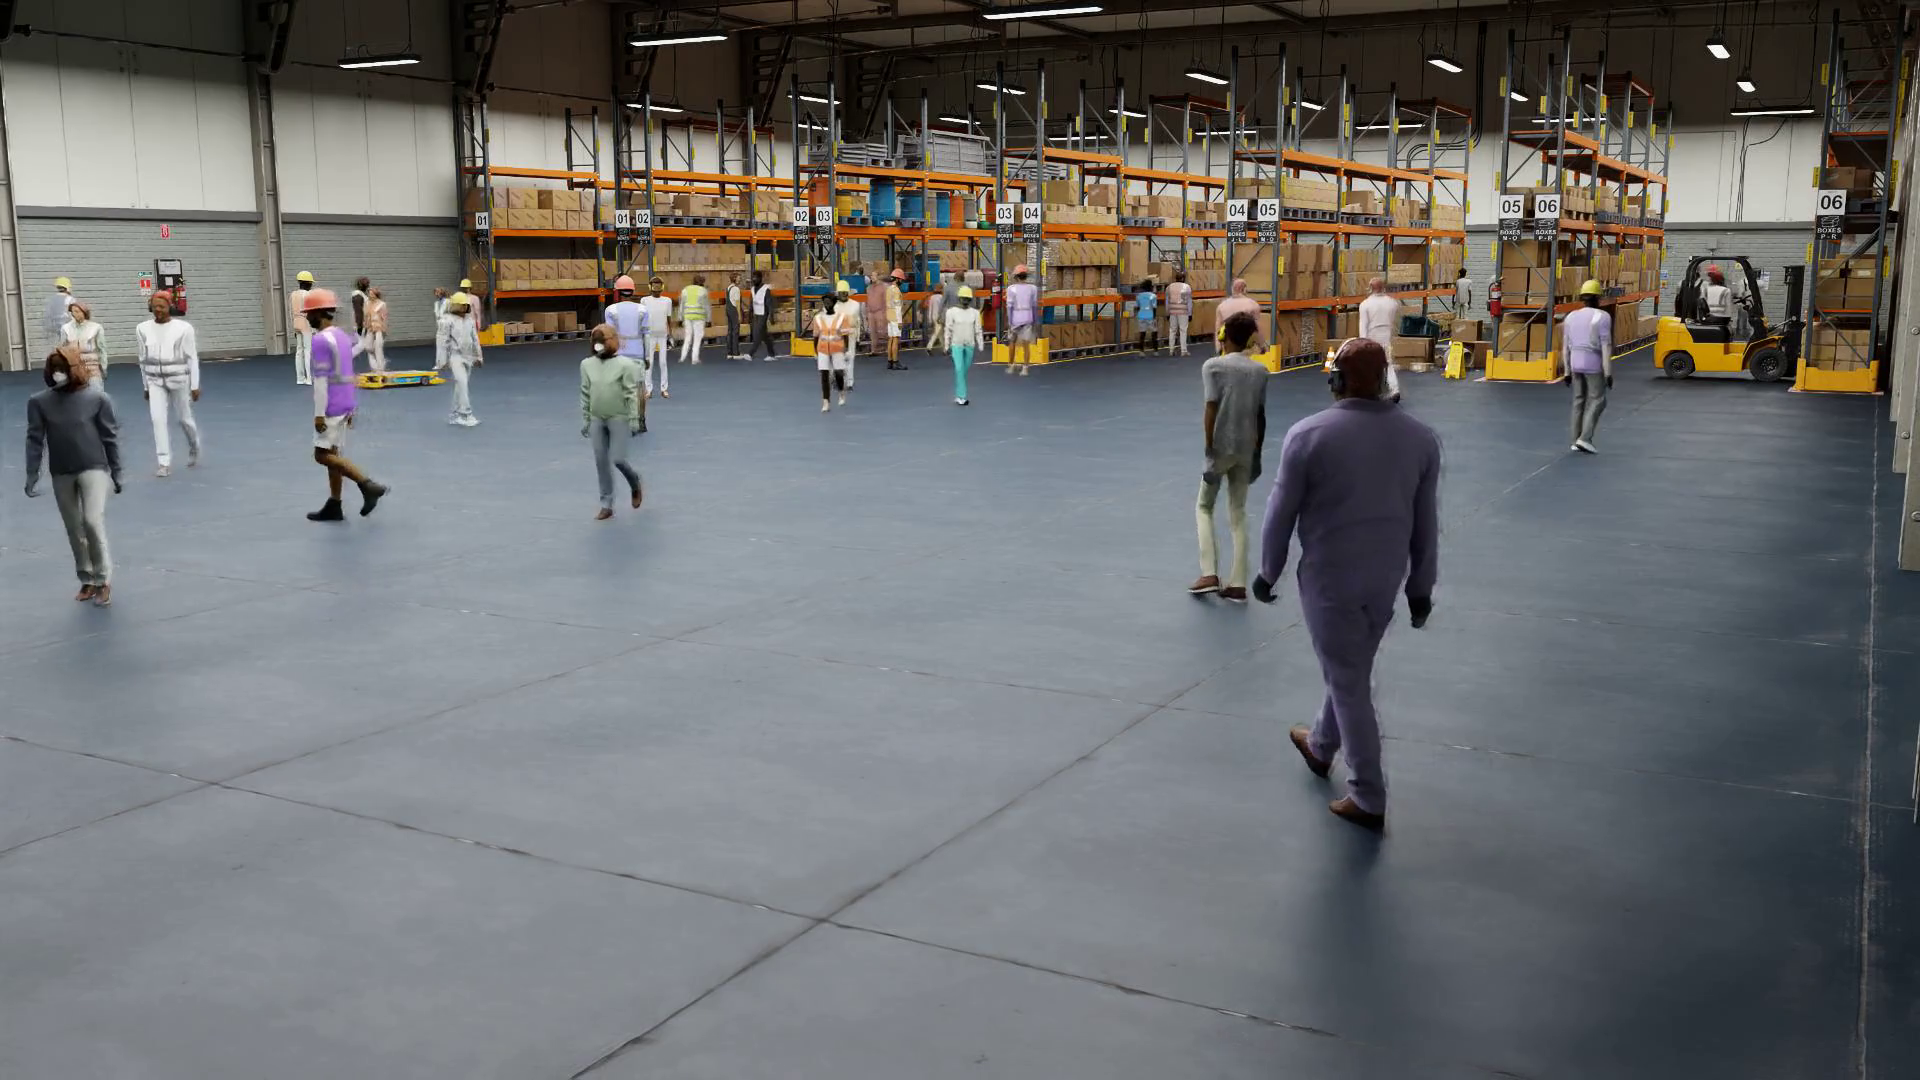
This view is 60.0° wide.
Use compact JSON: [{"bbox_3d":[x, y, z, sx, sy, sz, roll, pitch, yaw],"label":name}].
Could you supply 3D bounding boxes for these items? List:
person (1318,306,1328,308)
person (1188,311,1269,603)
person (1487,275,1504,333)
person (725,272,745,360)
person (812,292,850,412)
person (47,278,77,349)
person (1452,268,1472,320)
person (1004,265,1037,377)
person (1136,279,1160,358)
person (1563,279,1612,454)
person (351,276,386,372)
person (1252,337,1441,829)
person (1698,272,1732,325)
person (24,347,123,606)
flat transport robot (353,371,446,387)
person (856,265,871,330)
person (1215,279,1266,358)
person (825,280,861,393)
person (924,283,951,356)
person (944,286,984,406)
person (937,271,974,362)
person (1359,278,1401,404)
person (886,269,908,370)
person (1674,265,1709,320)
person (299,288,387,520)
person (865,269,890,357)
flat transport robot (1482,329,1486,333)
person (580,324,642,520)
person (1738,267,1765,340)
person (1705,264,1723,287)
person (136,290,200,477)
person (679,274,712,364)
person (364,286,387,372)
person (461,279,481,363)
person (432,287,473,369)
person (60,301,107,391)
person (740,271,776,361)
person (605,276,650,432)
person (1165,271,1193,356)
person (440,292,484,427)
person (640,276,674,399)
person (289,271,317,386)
[{"bbox_3d":[11.106,-7.384,50.811,0.988,1.795,0.572,8,13,39],"label":"person"},{"bbox_3d":[1.745,-0.528,10.551,0.523,1.824,0.523,-4,10,-20],"label":"person"},{"bbox_3d":[14.775,-6.593,45.543,0.676,2.004,0.775,5,11,25],"label":"person"},{"bbox_3d":[-4.758,-4.724,35.081,0.351,1.842,0.507,-7,12,-34],"label":"person"},{"bbox_3d":[-1.805,-2.639,23.328,0.552,1.683,0.413,1,10,9],"label":"person"},{"bbox_3d":[-15.527,-3.668,29.027,0.596,1.793,0.872,2,10,9],"label":"person"},{"bbox_3d":[13.454,-6.356,44.595,0.511,1.860,0.332,2,10,12],"label":"person"},{"bbox_3d":[1.079,-3.977,30.223,0.619,2.007,0.914,-2,10,-14],"label":"person"},{"bbox_3d":[3.993,-4.731,35.578,0.554,1.671,0.553,7,12,34],"label":"person"},{"bbox_3d":[6.944,-1.915,18.408,0.411,1.927,0.634,-6,11,-30],"label":"person"},{"bbox_3d":[-11.173,-4.001,30.943,0.746,1.812,0.632,-1,10,-4],"label":"person"},{"bbox_3d":[1.499,0.134,6.602,0.642,1.856,0.965,-3,10,-19],"label":"person"},{"bbox_3d":[15.458,-4.536,33.985,0.602,1.831,0.986,9,13,42],"label":"person"},{"bbox_3d":[-5.528,-0.387,10.362,0.515,1.616,0.611,-1,10,-6],"label":"person"},{"bbox_3d":[-9.425,-2.705,27.851,0.652,0.197,1.431,8,12,38],"label":"flat transport robot"},{"bbox_3d":[-2.625,-6.321,44.144,0.629,1.940,0.378,9,13,43],"label":"person"},{"bbox_3d":[3.962,-2.759,23.558,0.635,1.853,1.020,7,12,37],"label":"person"},{"bbox_3d":[-1.898,-3.282,26.753,0.600,1.809,0.772,-2,10,-14],"label":"person"},{"bbox_3d":[-0.502,-4.834,36.435,0.808,1.600,0.497,-9,13,-41],"label":"person"},{"bbox_3d":[0.087,-2.805,24.147,0.548,1.720,0.867,-3,10,-19],"label":"person"},{"bbox_3d":[-0.077,-4.614,34.372,0.737,1.876,1.047,-2,10,-9],"label":"person"},{"bbox_3d":[6.151,-2.918,24.459,0.644,1.866,0.988,-3,10,-15],"label":"person"},{"bbox_3d":[-1.217,-4.224,31.902,0.375,1.928,0.542,-4,10,-21],"label":"person"},{"bbox_3d":[15.924,-5.028,36.274,0.701,2.000,0.945,6,12,33],"label":"person"},{"bbox_3d":[-5.071,-1.092,13.591,0.602,1.915,0.568,0,10,1],"label":"person"},{"bbox_3d":[-1.774,-4.920,36.069,0.666,1.892,0.542,7,12,36],"label":"person"},{"bbox_3d":[14.079,-5.818,46.074,0.652,0.197,1.431,6,11,30],"label":"flat transport robot"},{"bbox_3d":[-2.893,-0.985,13.838,0.500,1.625,0.433,3,10,17],"label":"person"},{"bbox_3d":[20.386,-6.083,42.893,0.626,1.905,0.990,3,10,19],"label":"person"},{"bbox_3d":[19.548,-6.164,43.190,0.746,1.950,0.616,5,11,27],"label":"person"},{"bbox_3d":[-7.926,-1.590,16.735,0.580,1.853,0.900,-1,10,-7],"label":"person"},{"bbox_3d":[-5.326,-4.455,33.618,0.649,1.806,0.467,4,10,20],"label":"person"},{"bbox_3d":[-10.710,-3.840,30.562,0.540,1.628,0.398,5,11,27],"label":"person"},{"bbox_3d":[-9.870,-4.385,33.426,0.530,1.727,0.881,2,10,13],"label":"person"},{"bbox_3d":[-9.908,-4.123,32.333,0.513,1.603,0.862,5,11,28],"label":"person"},{"bbox_3d":[-10.580,-2.065,20.106,0.523,1.638,0.309,-1,10,-6],"label":"person"},{"bbox_3d":[-4.200,-4.616,34.366,1.011,1.866,0.610,-8,12,-39],"label":"person"},{"bbox_3d":[-4.099,-2.284,20.516,0.551,1.934,0.364,-4,10,-21],"label":"person"},{"bbox_3d":[4.791,-4.928,36.280,0.634,1.839,0.429,7,12,35],"label":"person"},{"bbox_3d":[-6.323,-2.302,21.277,0.826,1.708,0.525,6,11,32],"label":"person"},{"bbox_3d":[-4.642,-3.095,25.483,0.519,1.865,0.327,-3,10,-17],"label":"person"},{"bbox_3d":[-11.033,-3.566,28.053,0.591,1.923,0.381,7,12,34],"label":"person"}]
